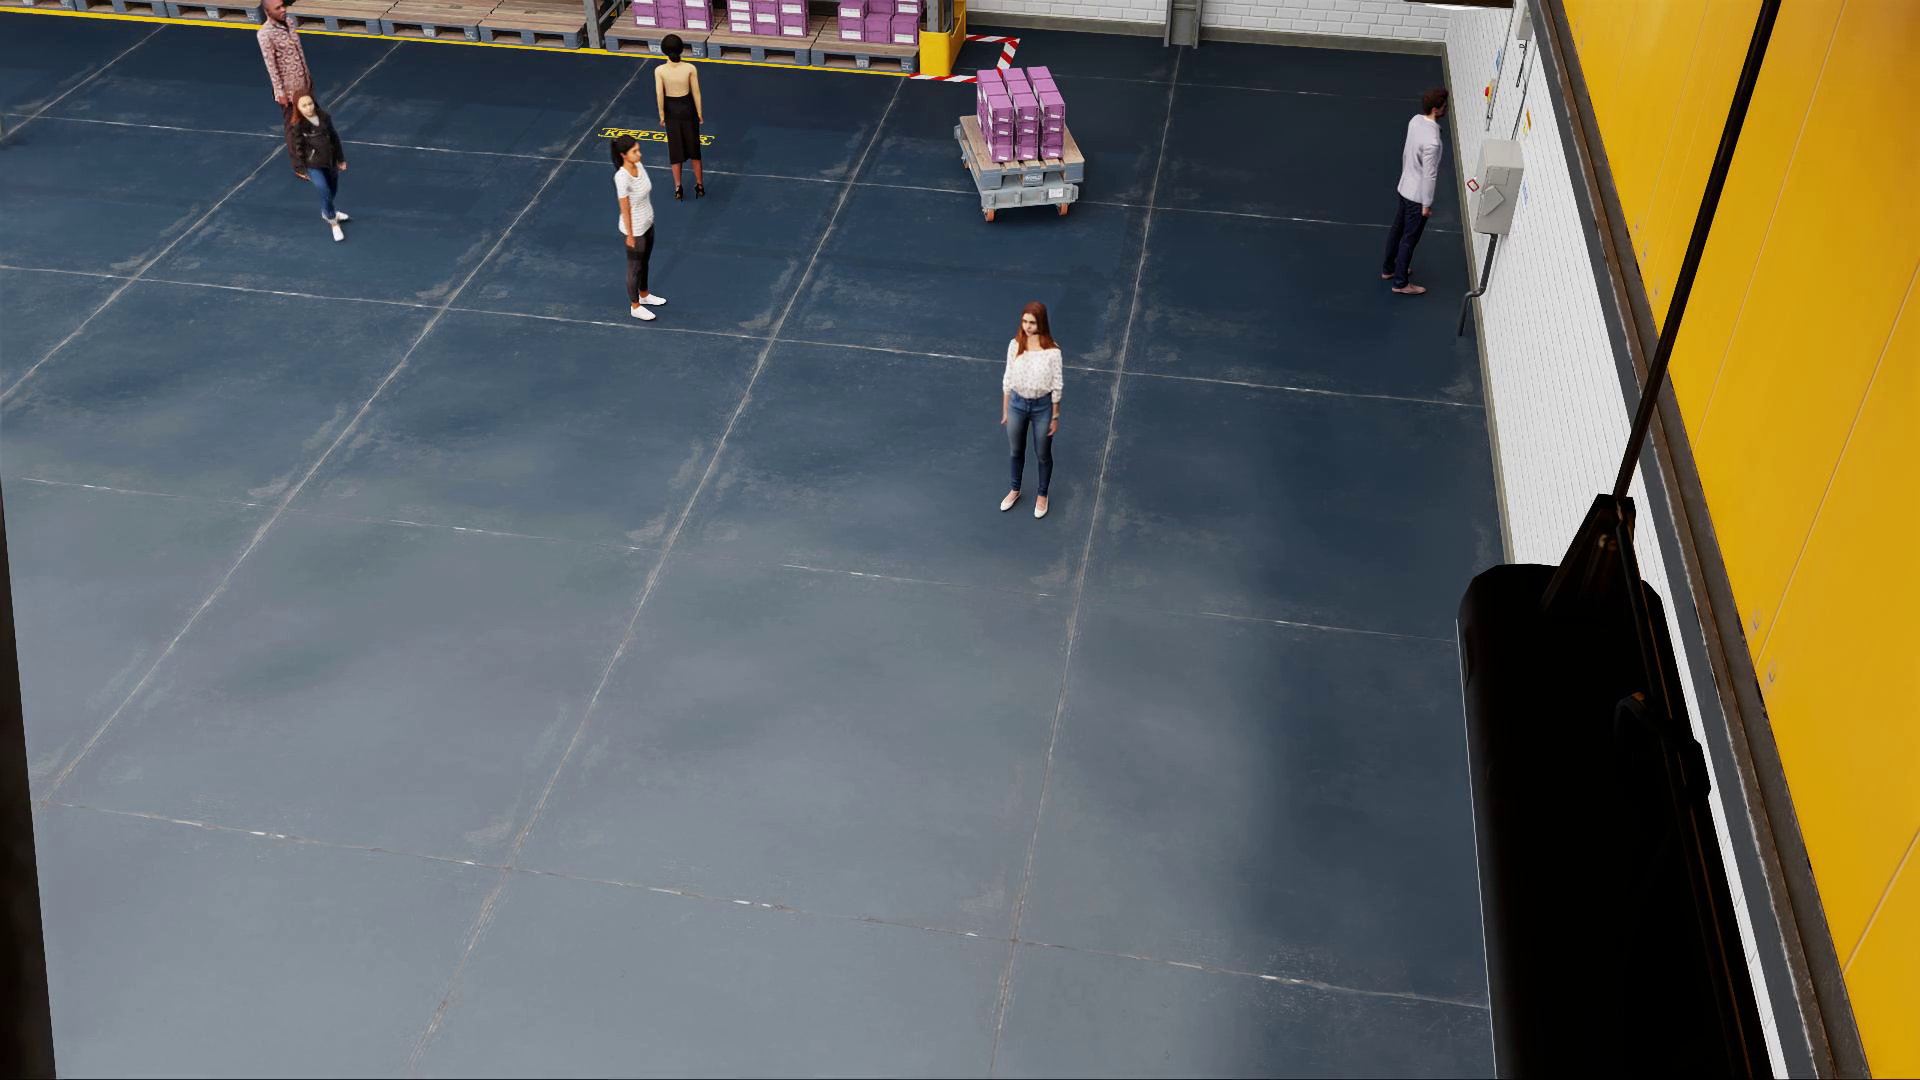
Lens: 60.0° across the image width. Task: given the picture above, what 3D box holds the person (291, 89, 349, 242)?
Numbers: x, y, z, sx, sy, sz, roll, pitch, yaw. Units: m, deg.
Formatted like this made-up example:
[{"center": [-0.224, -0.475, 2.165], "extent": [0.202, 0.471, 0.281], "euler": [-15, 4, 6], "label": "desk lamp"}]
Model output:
[{"center": [-5.936, -3.515, 15.393], "extent": [0.861, 1.458, 0.763], "euler": [25, 45, 28], "label": "person"}]

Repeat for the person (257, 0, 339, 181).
[{"center": [-6.555, -4.460, 16.296], "extent": [0.573, 1.808, 0.688], "euler": [8, 39, 10], "label": "person"}]

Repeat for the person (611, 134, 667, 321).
[{"center": [-2.764, -2.690, 14.210], "extent": [0.534, 1.646, 0.579], "euler": [10, 40, 12], "label": "person"}]

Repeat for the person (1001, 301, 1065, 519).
[{"center": [0.515, -0.948, 11.963], "extent": [0.489, 1.729, 0.673], "euler": [12, 40, 15], "label": "person"}]

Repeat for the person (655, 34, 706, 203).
[{"center": [-2.666, -4.032, 15.884], "extent": [0.583, 1.653, 0.698], "euler": [-7, 39, -9], "label": "person"}]

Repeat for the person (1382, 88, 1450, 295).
[{"center": [3.982, -3.062, 14.511], "extent": [0.672, 1.851, 0.734], "euler": [-4, 39, -6], "label": "person"}]
